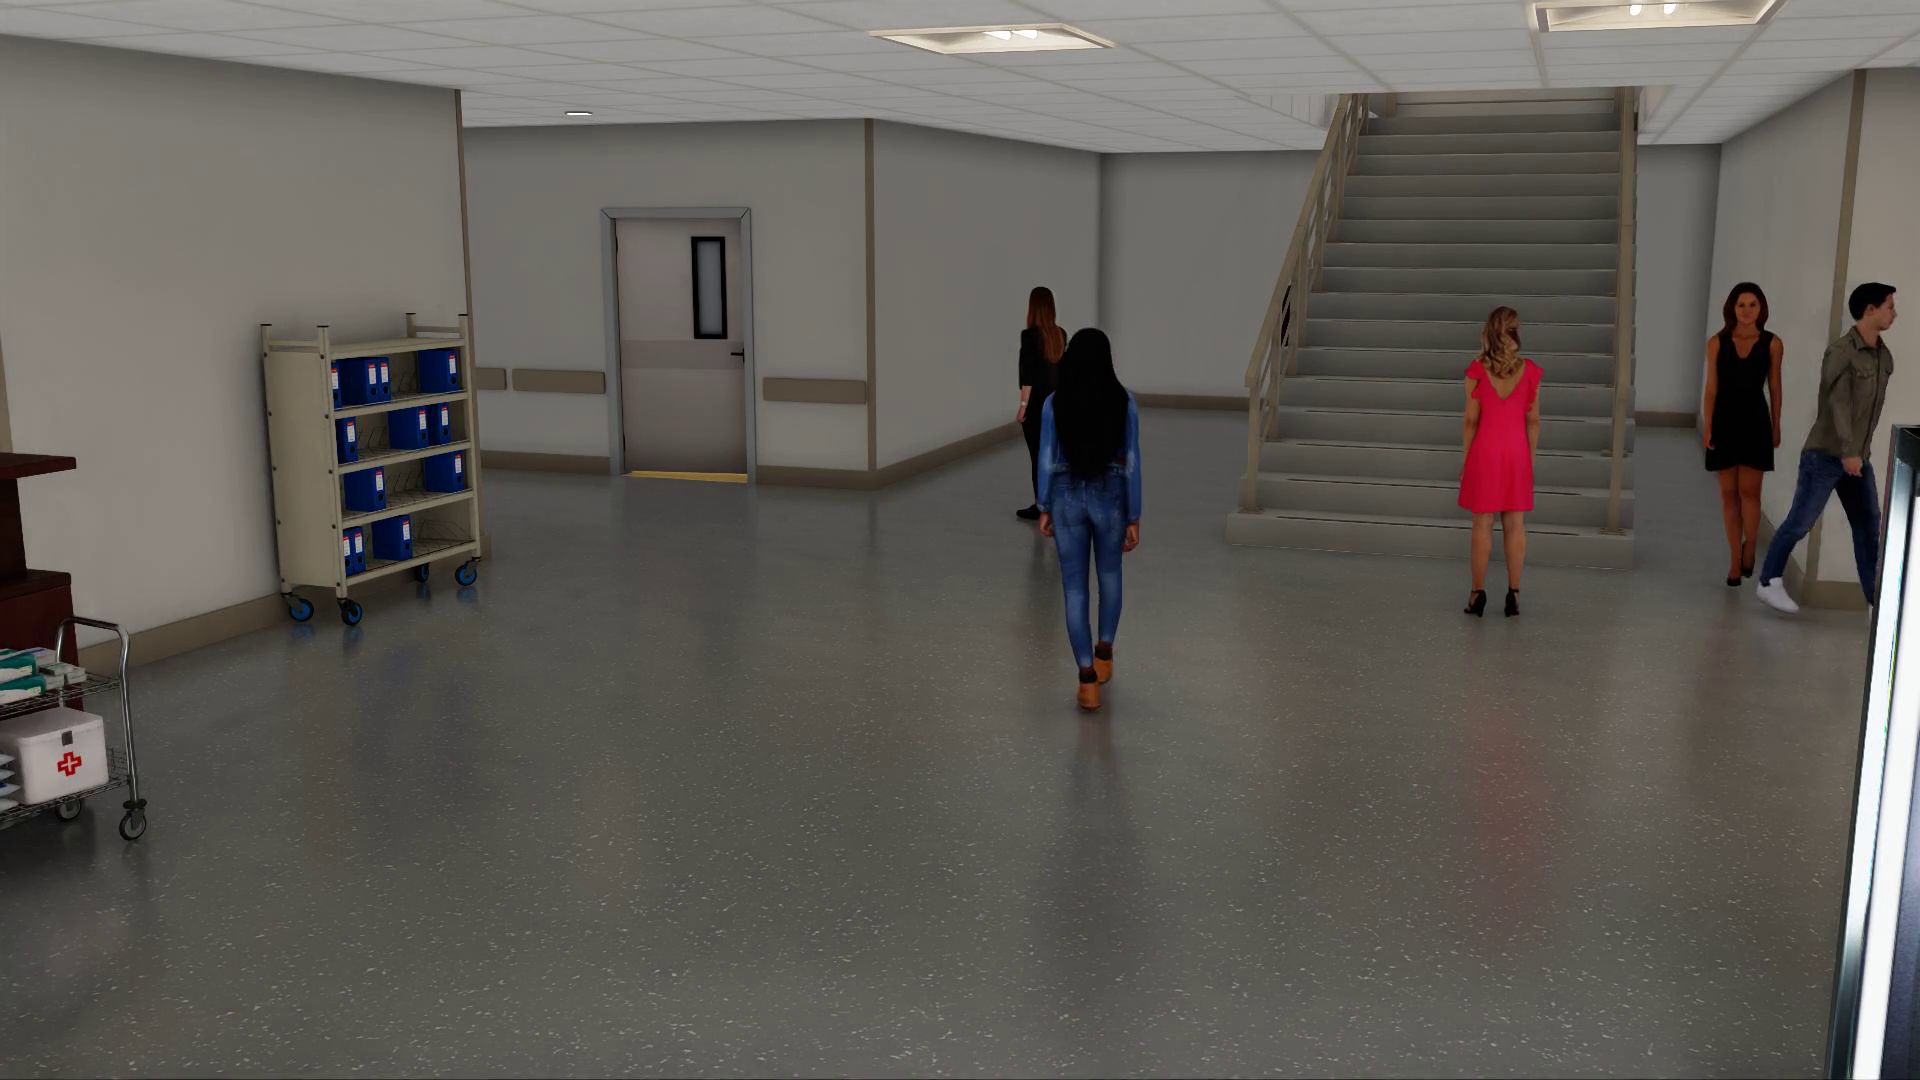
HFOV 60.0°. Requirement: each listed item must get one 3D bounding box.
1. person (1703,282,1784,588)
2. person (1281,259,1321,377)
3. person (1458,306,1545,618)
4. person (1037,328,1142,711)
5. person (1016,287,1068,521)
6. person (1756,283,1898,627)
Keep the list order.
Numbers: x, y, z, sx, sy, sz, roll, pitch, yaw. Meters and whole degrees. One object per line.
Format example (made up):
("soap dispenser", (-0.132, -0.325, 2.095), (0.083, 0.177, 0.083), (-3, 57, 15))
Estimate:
("person", (4.656, -0.619, 9.960), (0.626, 1.818, 0.638), (6, 12, 27))
("person", (3.321, -1.827, 16.252), (0.745, 1.845, 0.603), (5, 12, 24))
("person", (2.992, -0.437, 9.246), (0.612, 1.727, 0.595), (2, 11, 9))
("person", (0.585, -0.078, 7.429), (0.776, 1.698, 0.922), (0, 11, 0))
("person", (0.619, -1.017, 12.348), (0.632, 1.710, 0.753), (-9, 14, -41))
("person", (4.691, -0.443, 9.047), (1.204, 1.813, 1.279), (-5, 12, -23))
